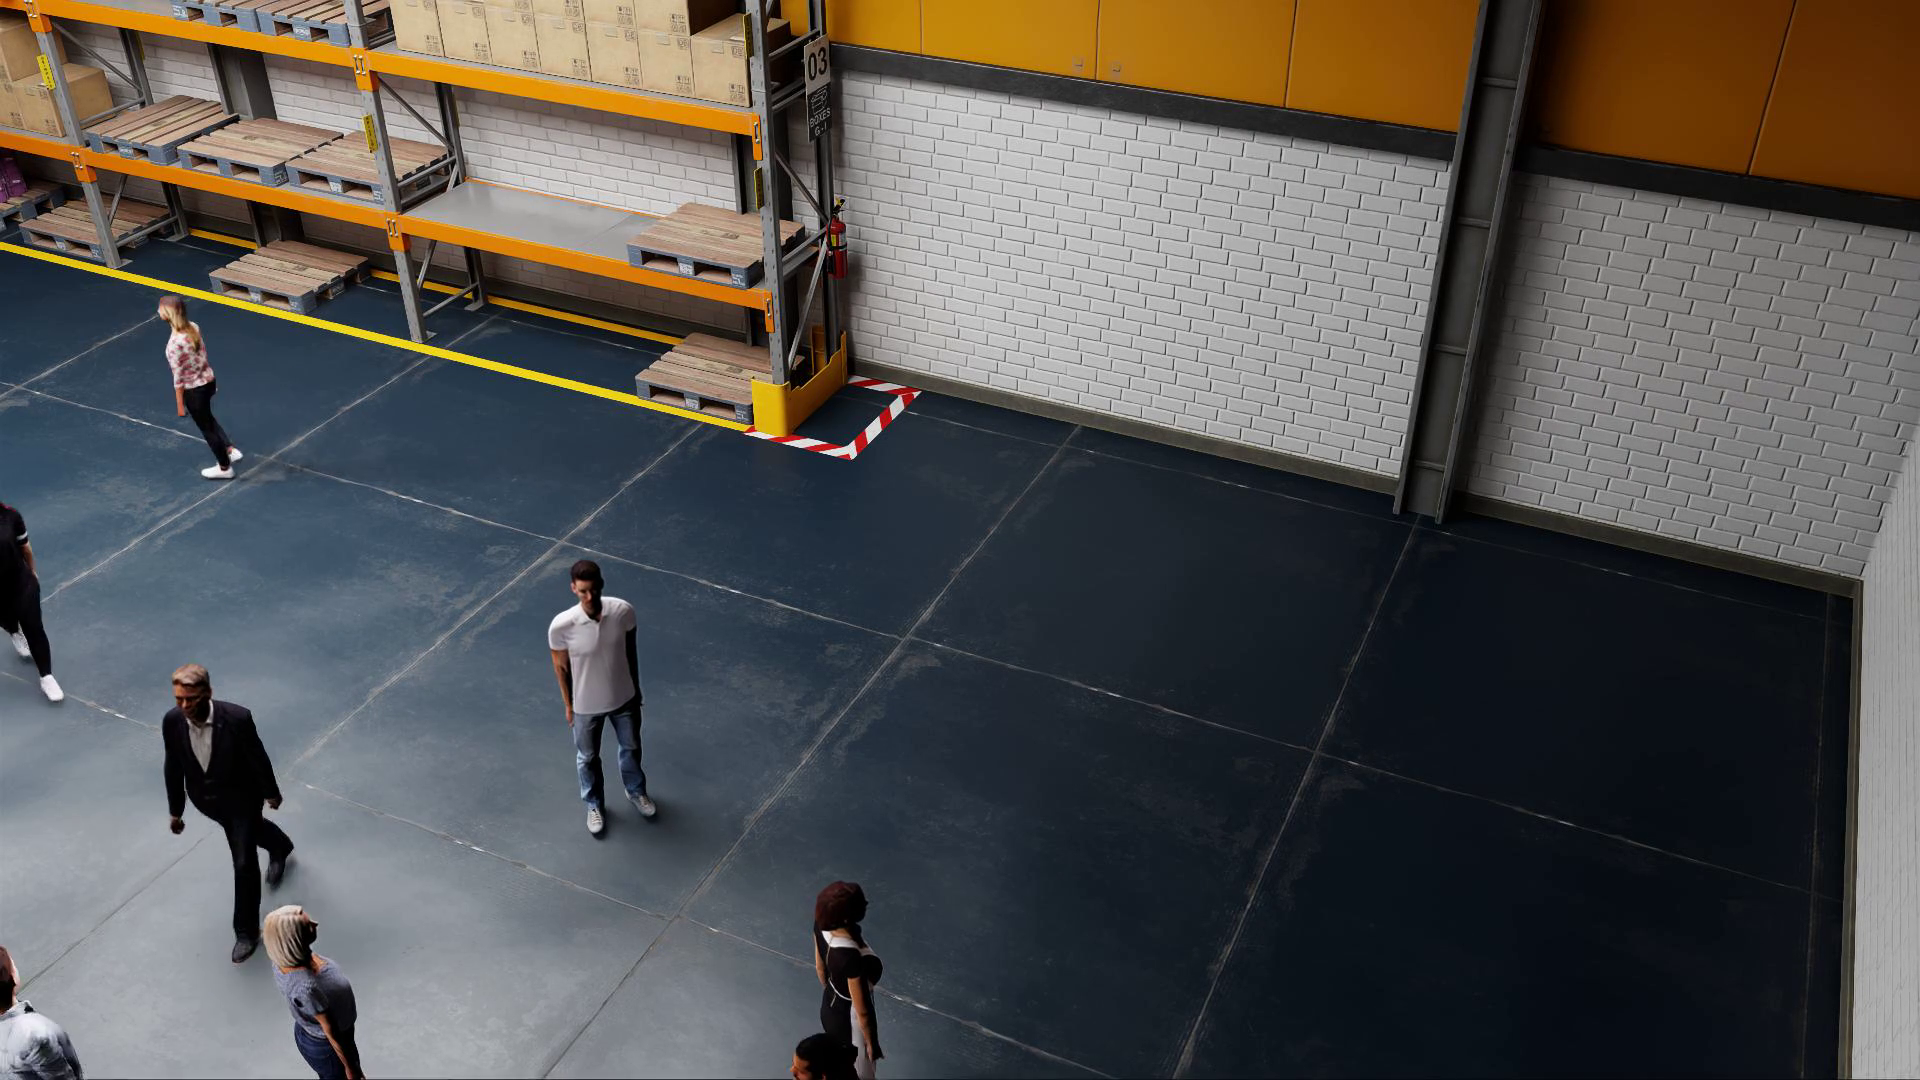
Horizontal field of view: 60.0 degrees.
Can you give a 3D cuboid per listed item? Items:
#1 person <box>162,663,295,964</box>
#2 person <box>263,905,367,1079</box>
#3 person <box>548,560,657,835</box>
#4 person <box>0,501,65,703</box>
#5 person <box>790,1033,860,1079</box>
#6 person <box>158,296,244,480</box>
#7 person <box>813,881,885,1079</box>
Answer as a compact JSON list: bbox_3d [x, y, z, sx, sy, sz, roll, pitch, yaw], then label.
[{"bbox_3d":[-4.074,1.372,9.338,1.196,1.773,1.026,2,34,3],"label":"person"},{"bbox_3d":[-3.009,2.370,7.882,0.709,1.723,0.586,-24,41,-32],"label":"person"},{"bbox_3d":[-2.138,0.911,9.947,0.756,1.866,0.791,-15,36,-21],"label":"person"},{"bbox_3d":[-6.426,0.270,11.146,0.912,1.607,1.193,-25,41,-33],"label":"person"},{"bbox_3d":[-0.431,2.763,7.276,0.865,1.739,0.811,-10,35,-15],"label":"person"},{"bbox_3d":[-6.044,-1.215,13.365,0.684,1.624,0.675,1,34,2],"label":"person"},{"bbox_3d":[-0.524,2.306,7.913,0.709,1.795,0.598,-19,38,-27],"label":"person"}]
